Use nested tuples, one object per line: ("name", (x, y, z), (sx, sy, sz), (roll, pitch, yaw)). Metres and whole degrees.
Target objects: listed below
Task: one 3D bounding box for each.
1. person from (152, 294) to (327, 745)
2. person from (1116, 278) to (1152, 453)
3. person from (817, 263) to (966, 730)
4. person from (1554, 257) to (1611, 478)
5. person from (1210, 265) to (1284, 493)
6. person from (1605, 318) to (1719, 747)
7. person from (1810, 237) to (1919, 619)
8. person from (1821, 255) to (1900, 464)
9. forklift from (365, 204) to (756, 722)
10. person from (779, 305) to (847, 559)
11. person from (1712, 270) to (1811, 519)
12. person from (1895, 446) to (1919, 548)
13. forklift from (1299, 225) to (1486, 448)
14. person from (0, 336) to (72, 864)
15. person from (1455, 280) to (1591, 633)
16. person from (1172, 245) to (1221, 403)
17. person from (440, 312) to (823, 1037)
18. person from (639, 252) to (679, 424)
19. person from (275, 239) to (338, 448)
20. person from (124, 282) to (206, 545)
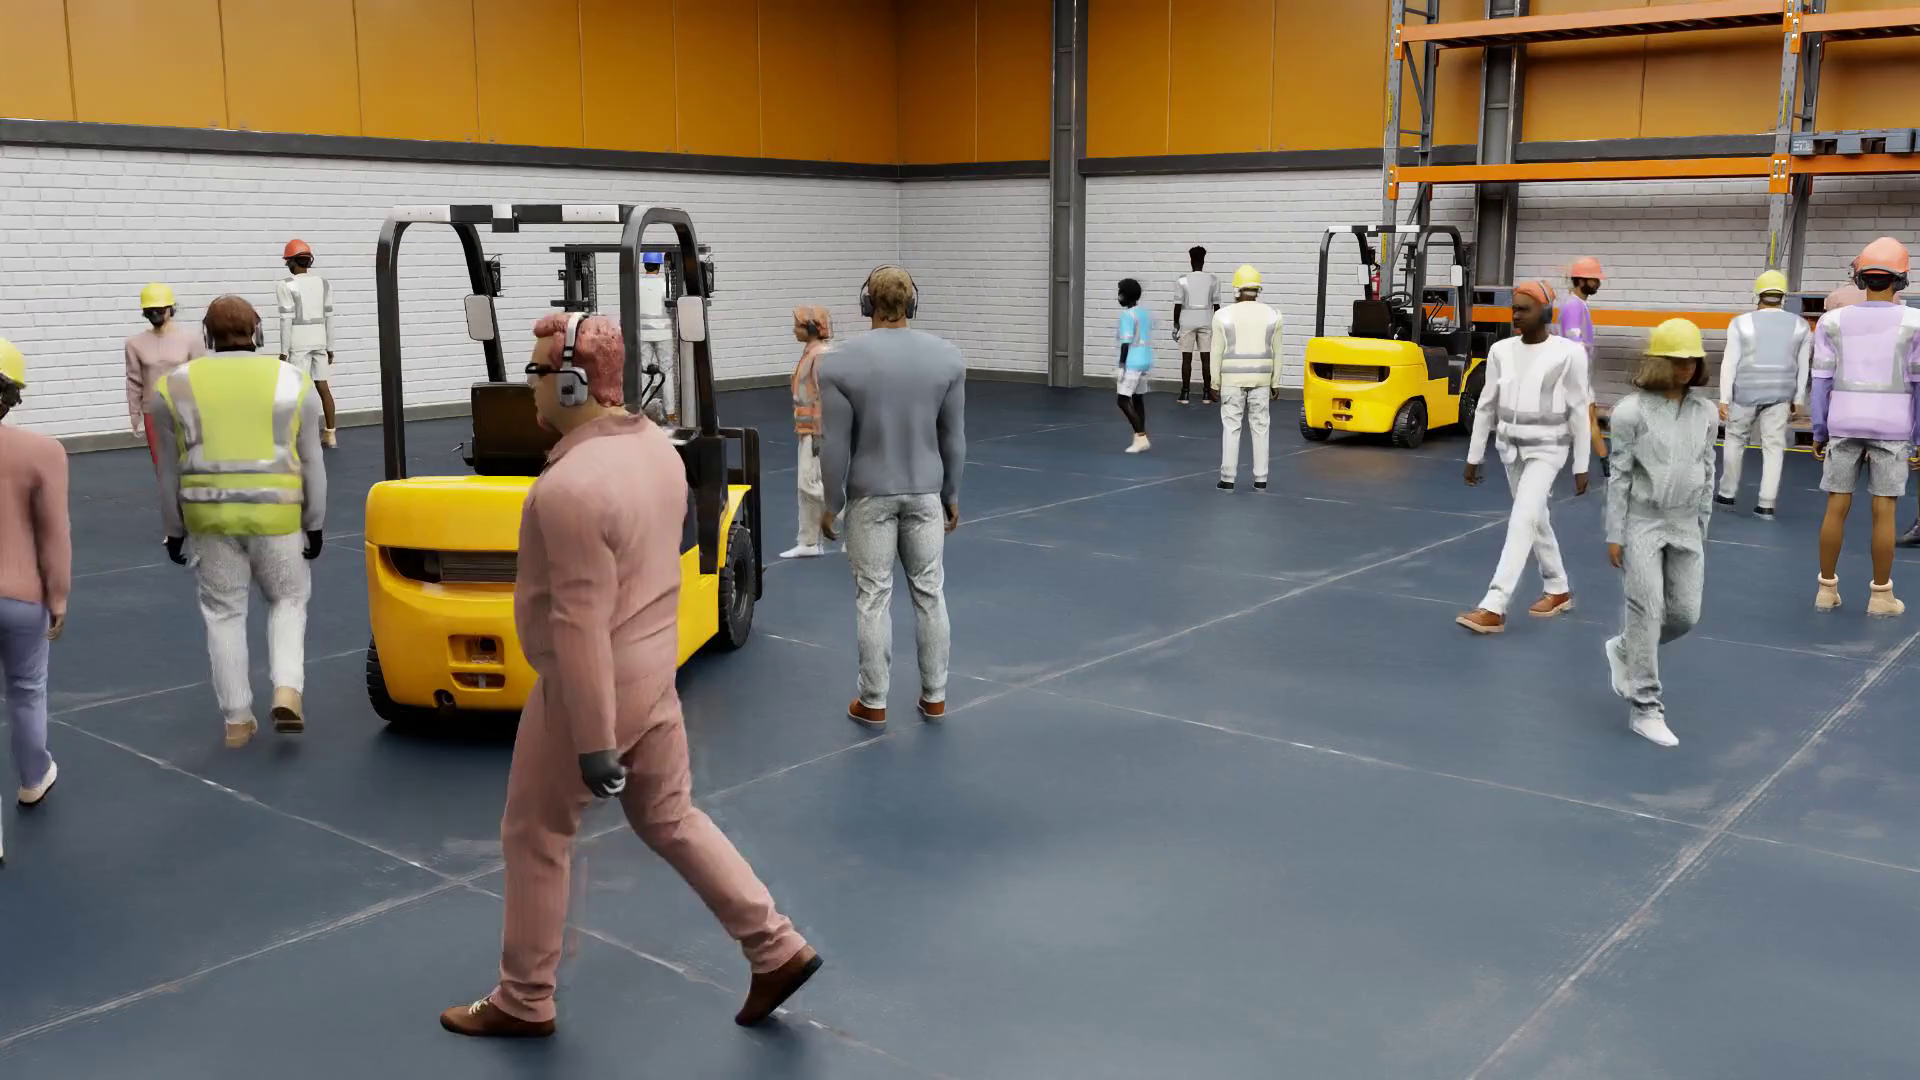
("person", (-2.875, -0.068, 6.691), (0.626, 1.825, 0.453), (-4, 11, -19))
("person", (1.703, -1.674, 16.021), (0.341, 1.677, 0.681), (6, 12, 30))
("person", (-0.283, -0.173, 6.942), (0.628, 1.940, 0.378), (-3, 11, -15))
("person", (5.306, -1.451, 14.167), (0.988, 1.882, 0.568), (6, 12, 29))
("person", (2.297, -1.286, 13.403), (0.592, 1.832, 0.404), (-1, 10, -3))
("person", (2.858, -0.054, 6.879), (0.490, 1.727, 0.594), (-2, 10, -11))
("person", (4.918, -0.598, 8.993), (0.608, 2.048, 0.365), (9, 14, 41))
("person", (8.175, -1.645, 15.193), (0.652, 1.904, 0.403), (1, 10, 5))
("forklift", (-1.766, -0.406, 7.525), (1.214, 2.155, 2.313), (1, 10, 7))
("person", (-0.900, -0.676, 10.567), (0.459, 1.625, 0.538), (-3, 11, -14))
("person", (5.904, -1.082, 12.339), (0.628, 1.808, 0.726), (1, 10, 8))
("person", (6.553, -0.865, 10.846), (0.703, 1.915, 0.556), (1, 10, 6))
("forklift", (4.449, -2.115, 16.993), (1.214, 2.155, 2.313), (8, 13, 38))
("person", (-3.285, 0.175, 5.638), (0.541, 1.707, 0.902), (-5, 12, -28))
("person", (2.985, -0.443, 8.762), (1.009, 1.828, 0.596), (-7, 12, -32))
("person", (2.951, -2.683, 20.773), (0.613, 1.964, 0.361), (-1, 10, -4))
("person", (-0.838, 0.362, 4.170), (0.925, 1.871, 0.639), (3, 11, 15))
("person", (-3.381, -2.244, 18.393), (0.615, 1.945, 0.405), (0, 10, -1))
("person", (-6.357, -1.883, 16.126), (0.393, 2.041, 0.614), (6, 12, 29))
("person", (-5.313, -0.857, 11.218), (0.546, 1.752, 0.439), (-2, 10, -9))
